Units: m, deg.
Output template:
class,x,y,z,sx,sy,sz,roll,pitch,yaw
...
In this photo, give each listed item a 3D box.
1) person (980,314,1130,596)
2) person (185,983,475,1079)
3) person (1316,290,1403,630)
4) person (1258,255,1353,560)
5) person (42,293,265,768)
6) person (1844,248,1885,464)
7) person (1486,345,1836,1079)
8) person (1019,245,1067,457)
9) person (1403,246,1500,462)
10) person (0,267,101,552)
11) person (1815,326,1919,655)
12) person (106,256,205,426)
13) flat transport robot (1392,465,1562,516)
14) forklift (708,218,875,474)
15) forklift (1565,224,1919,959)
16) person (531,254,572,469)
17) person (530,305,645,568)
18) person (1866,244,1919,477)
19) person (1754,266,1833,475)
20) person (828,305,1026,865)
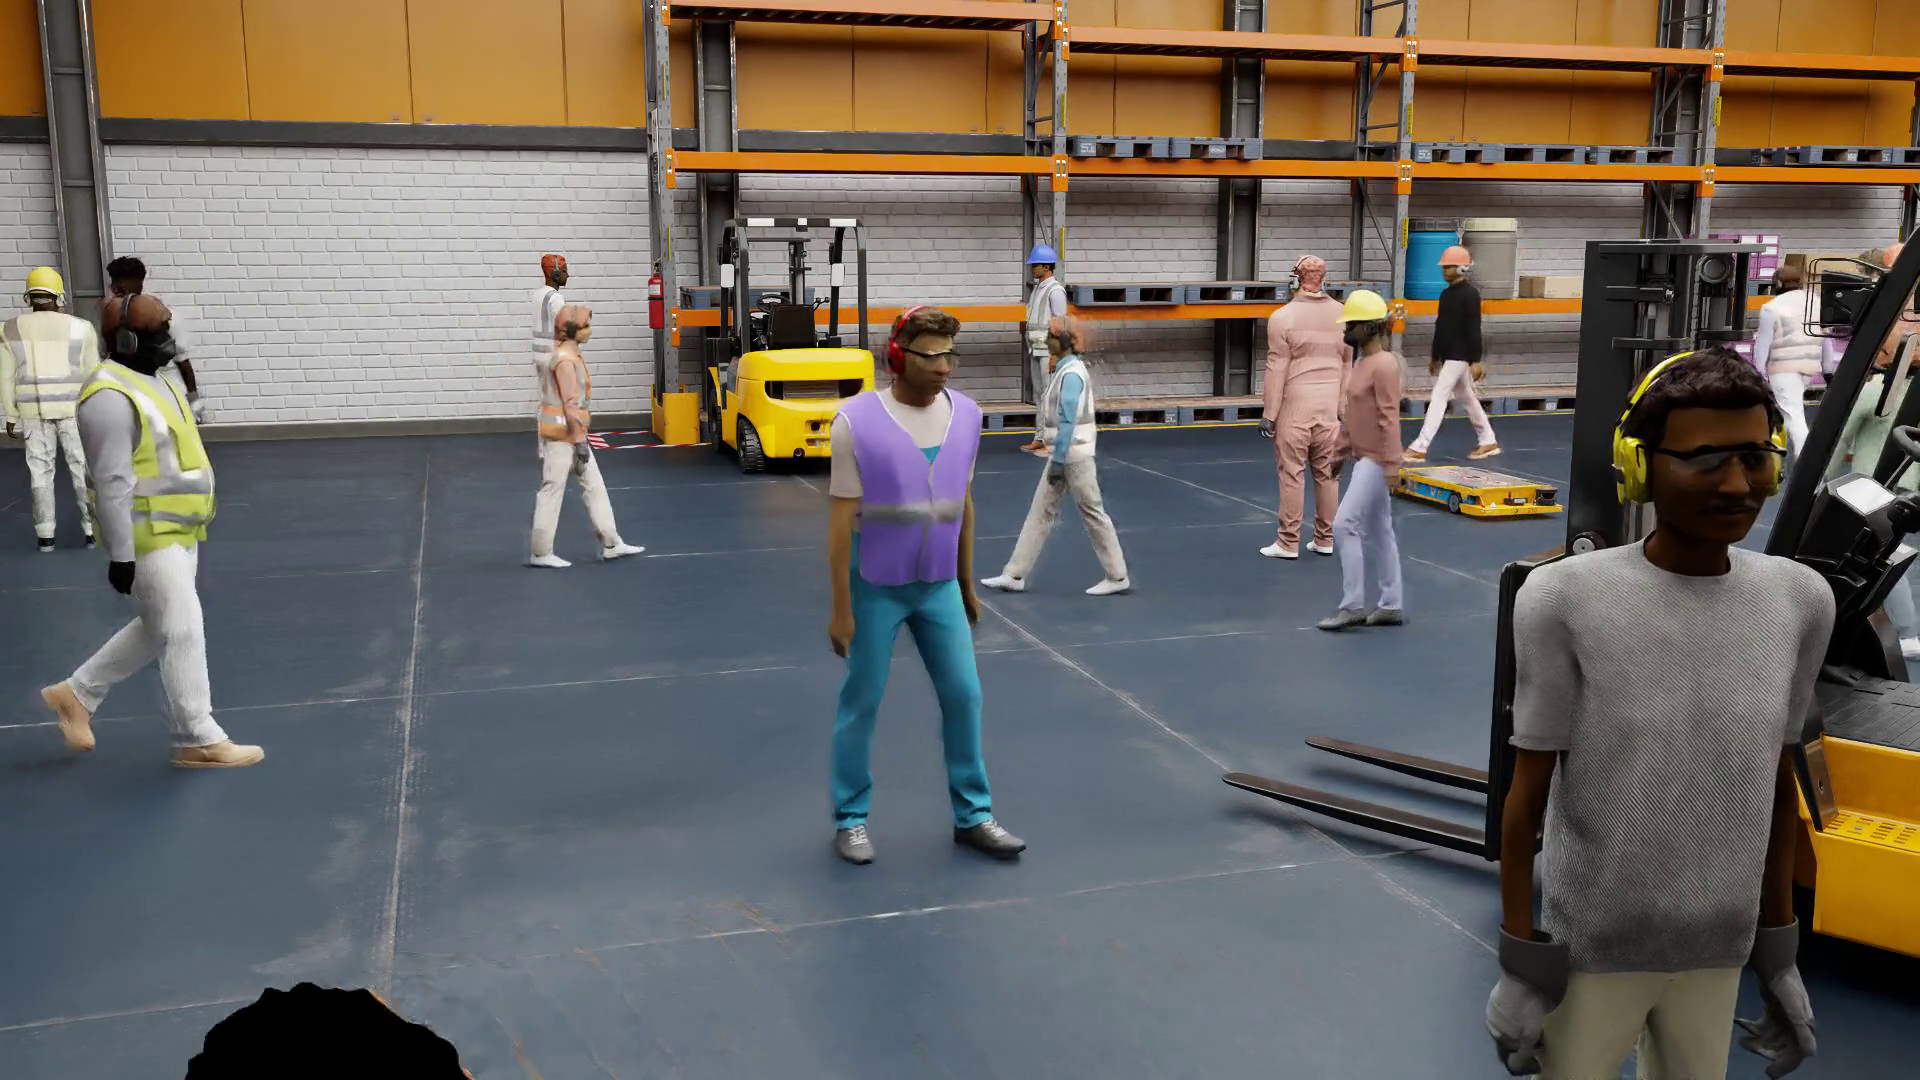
class,x,y,z,sx,sy,sz,roll,pitch,yaw
person,0.574,-0.465,9.337,0.853,1.588,0.533,-1,10,-4
person,-0.437,1.040,1.076,0.830,1.588,0.527,-2,11,-10
person,2.041,-0.399,8.546,0.631,1.741,0.551,0,10,0
person,2.158,-0.826,10.469,0.638,1.910,0.407,-5,11,-24
person,-3.123,-0.018,6.287,0.770,1.821,0.632,-1,10,-8
person,8.144,-1.604,14.674,0.655,1.928,0.580,-7,13,-34
person,1.062,0.639,2.534,0.515,1.872,0.333,-1,10,-7
person,0.784,-1.750,15.416,0.392,1.946,0.616,-3,11,-18
person,4.455,-1.665,14.974,1.051,1.944,0.636,-1,10,-6
person,-5.845,-0.840,10.749,0.603,1.830,0.404,-5,11,-24
person,4.546,-0.257,8.216,0.514,1.587,0.847,-2,11,-12
person,-5.540,-1.009,11.518,0.624,1.911,0.858,4,11,19
flat transport robot,3.824,-0.388,12.551,0.652,0.197,1.431,-3,11,-17
forklift,-1.522,-1.778,14.899,1.214,2.155,2.313,-3,11,-17
forklift,2.909,0.117,4.508,2.313,2.155,1.214,9,14,40
person,-3.546,-1.545,14.510,0.350,1.878,0.568,-7,12,-33
person,-2.289,-0.620,10.134,0.775,1.601,0.541,-1,10,-5
person,7.688,-1.400,13.486,0.599,1.969,0.673,-7,13,-34
person,7.110,-1.456,14.297,0.664,1.772,0.985,-3,11,-14
person,-0.142,0.169,5.317,0.599,1.806,0.657,-7,13,-35
